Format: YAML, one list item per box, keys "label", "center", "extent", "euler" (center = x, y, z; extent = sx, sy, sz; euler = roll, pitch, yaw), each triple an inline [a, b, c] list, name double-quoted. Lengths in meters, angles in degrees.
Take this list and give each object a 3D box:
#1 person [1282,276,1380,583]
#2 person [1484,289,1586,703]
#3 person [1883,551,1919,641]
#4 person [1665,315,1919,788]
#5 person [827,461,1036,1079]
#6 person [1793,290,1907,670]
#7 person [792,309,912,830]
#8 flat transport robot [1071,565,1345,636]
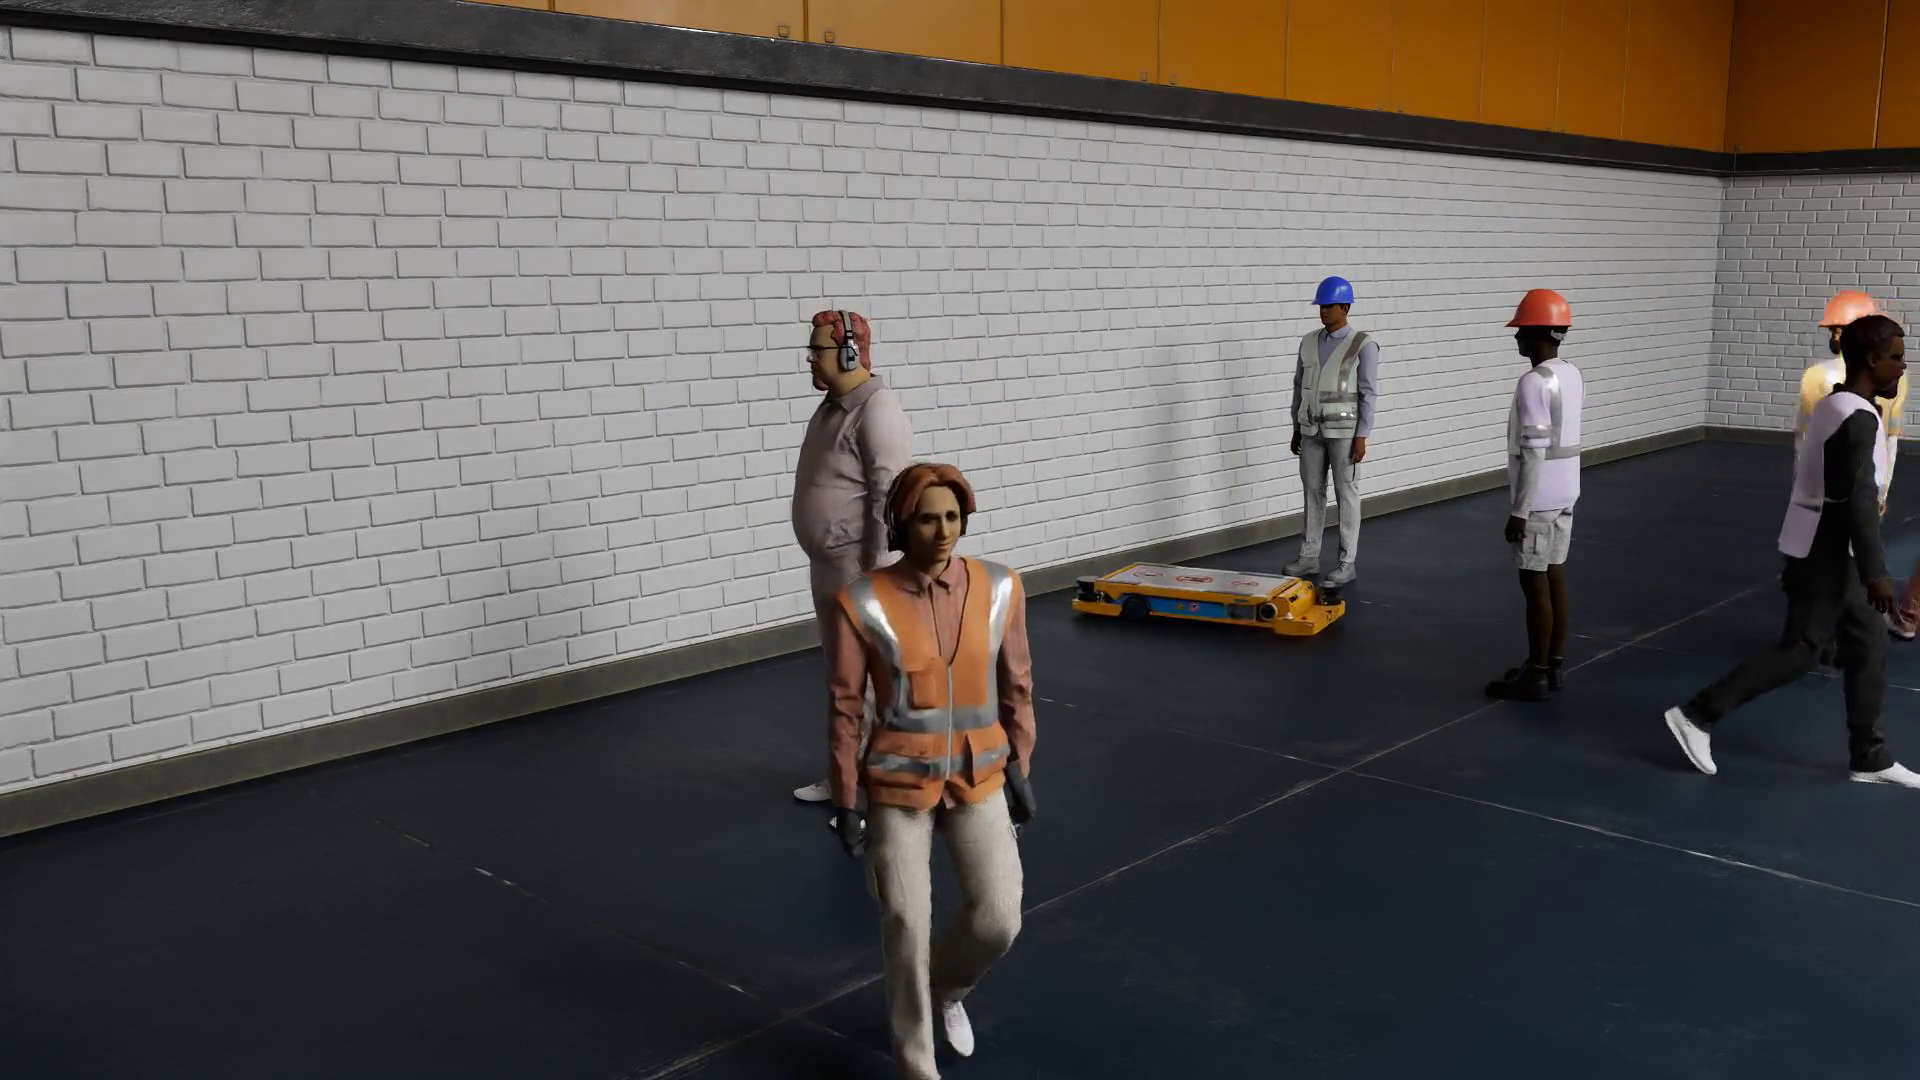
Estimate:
- label: "person"
  center: [2.373, -0.703, 10.644]
  extent: [0.384, 1.949, 0.603]
  euler: [-9, 13, -42]
- label: "person"
  center: [2.706, -0.203, 7.827]
  extent: [0.375, 1.939, 0.546]
  euler: [8, 13, 40]
- label: "person"
  center: [5.276, -0.314, 8.687]
  extent: [0.678, 1.858, 0.965]
  euler: [-1, 10, -7]
- label: "person"
  center: [3.375, 0.048, 6.580]
  extent: [0.935, 1.882, 0.585]
  euler: [5, 11, 25]
- label: "person"
  center: [-0.070, 0.612, 4.050]
  extent: [0.534, 1.627, 0.396]
  euler: [-4, 11, -19]
- label: "person"
  center: [4.430, -0.276, 8.296]
  extent: [0.552, 1.920, 0.660]
  euler: [-1, 10, -8]
- label: "person"
  center: [-0.422, 0.109, 6.143]
  extent: [0.402, 1.906, 0.651]
  euler: [-5, 11, -24]
- label: "flat transport robot"
  center: [1.427, 0.324, 9.571]
  extent: [1.431, 0.197, 0.652]
  euler: [5, 11, 27]
